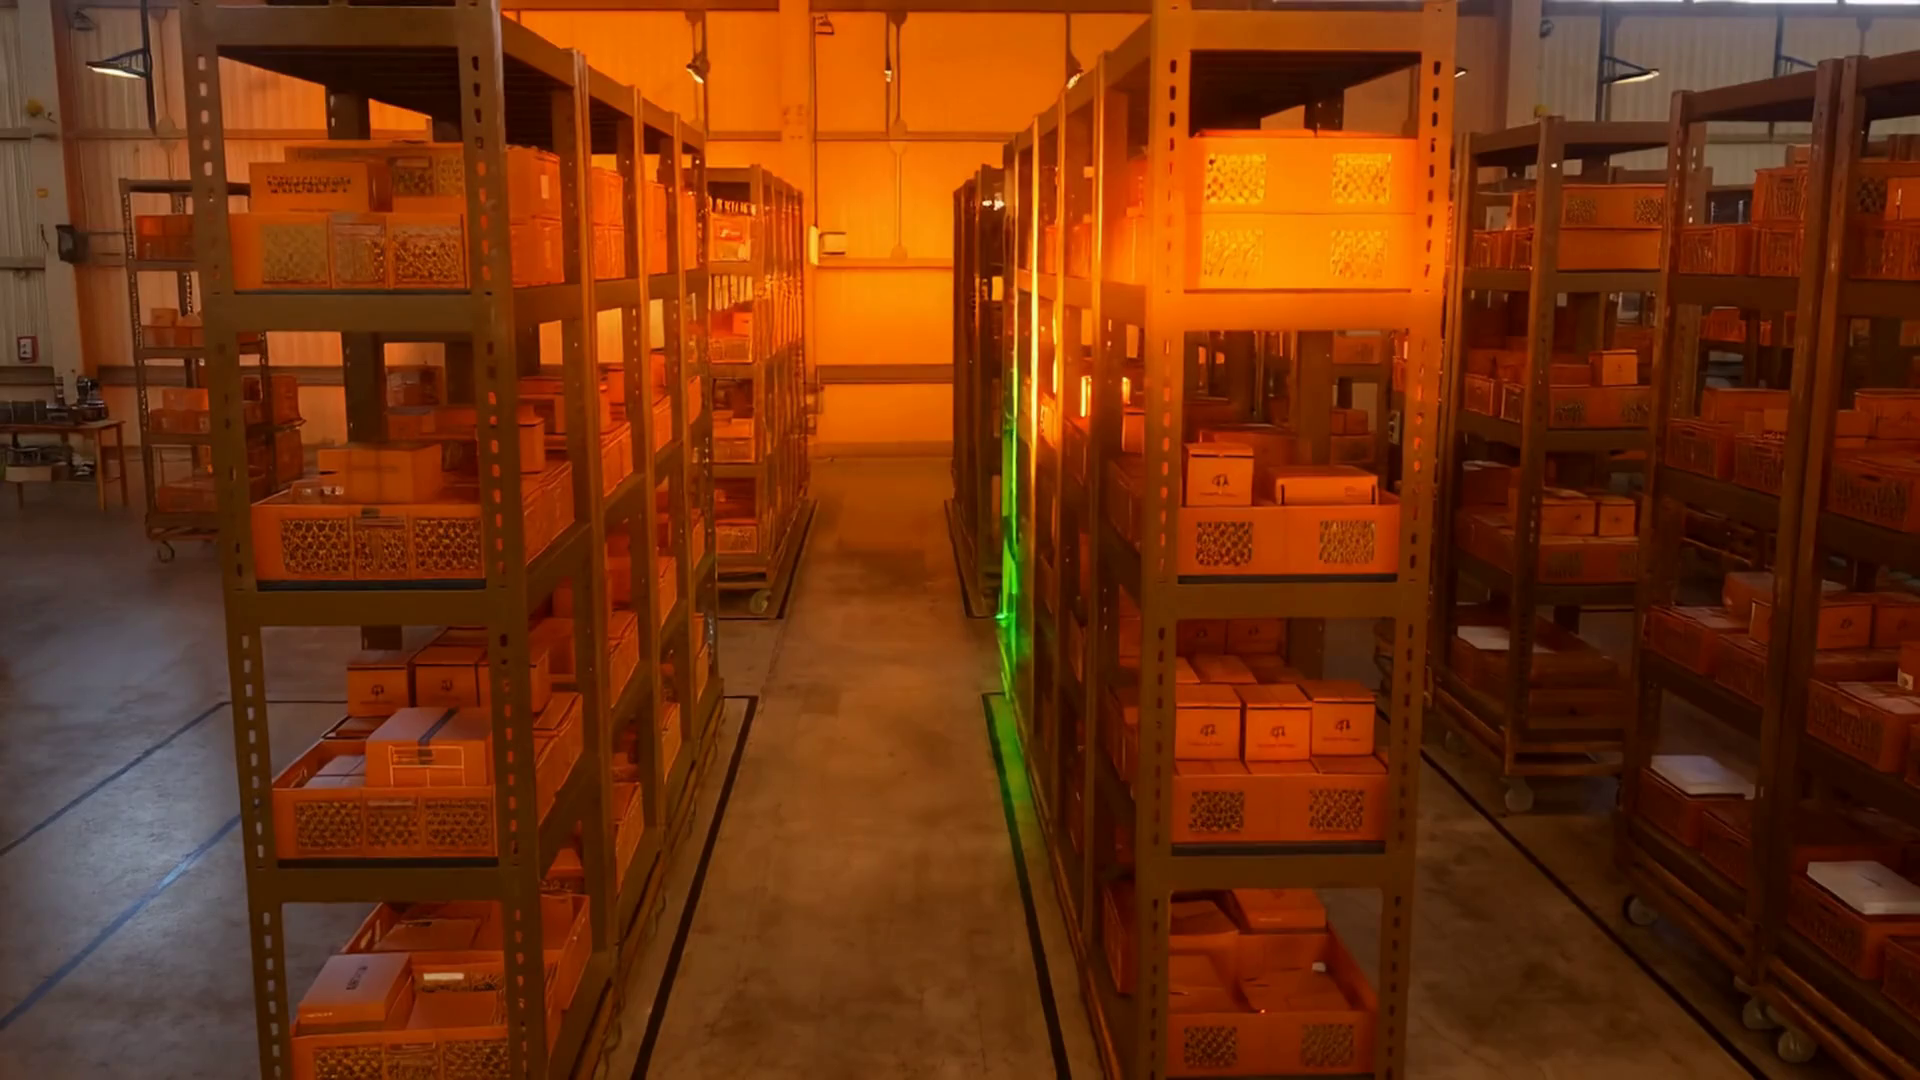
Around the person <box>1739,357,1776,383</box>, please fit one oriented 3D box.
[{"bbox_3d":[10.652,-1.849,22.338,0.425,1.819,0.627,-2,10,-12],"label":"person"}]
